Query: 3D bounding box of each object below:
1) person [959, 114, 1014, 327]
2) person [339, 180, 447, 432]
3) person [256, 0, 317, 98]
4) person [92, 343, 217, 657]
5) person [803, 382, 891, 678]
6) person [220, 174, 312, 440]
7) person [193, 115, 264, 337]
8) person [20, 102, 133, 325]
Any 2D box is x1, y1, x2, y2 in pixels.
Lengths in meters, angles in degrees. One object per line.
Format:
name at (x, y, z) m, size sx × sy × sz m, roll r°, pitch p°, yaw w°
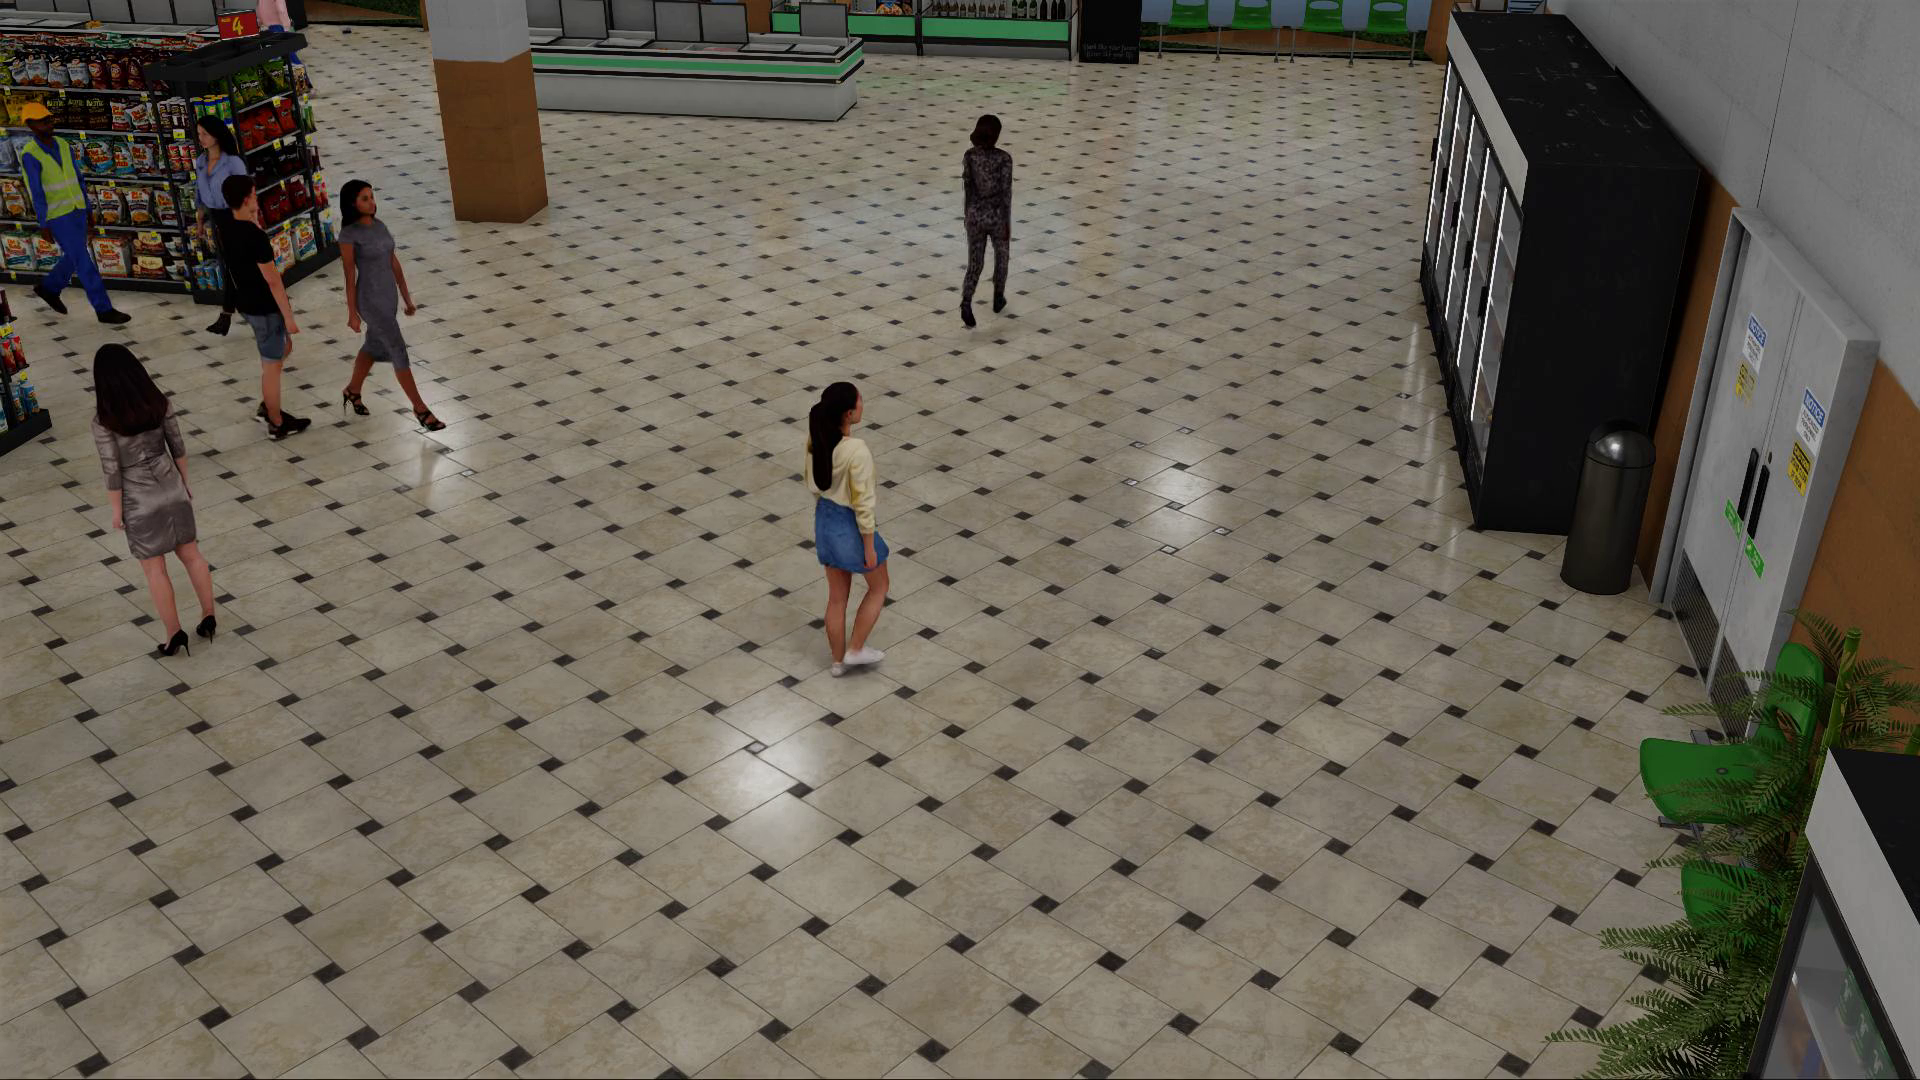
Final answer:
person at (0.187, -2.535, 13.375) m, size 1.095 × 1.683 × 0.777 m, roll 9°, pitch 28°, yaw 18°
person at (-4.083, -1.588, 11.449) m, size 1.129 × 1.736 × 0.715 m, roll 9°, pitch 28°, yaw 18°
person at (-8.522, -6.436, 21.035) m, size 1.103 × 1.712 × 1.100 m, roll -22°, pitch 34°, yaw -37°
person at (-4.214, -0.196, 8.695) m, size 0.657 × 1.744 × 0.662 m, roll 18°, pitch 32°, yaw 32°
person at (-0.642, -0.006, 8.455) m, size 0.722 × 1.624 × 0.823 m, roll 22°, pitch 34°, yaw 37°
person at (-4.812, -1.547, 11.249) m, size 0.745 × 1.843 × 0.848 m, roll 22°, pitch 34°, yaw 37°
person at (-5.764, -2.533, 13.350) m, size 1.111 × 1.703 × 0.910 m, roll 11°, pitch 29°, yaw 20°
person at (-7.288, -2.618, 13.424) m, size 1.126 × 1.786 × 0.674 m, roll 5°, pitch 27°, yaw 11°
